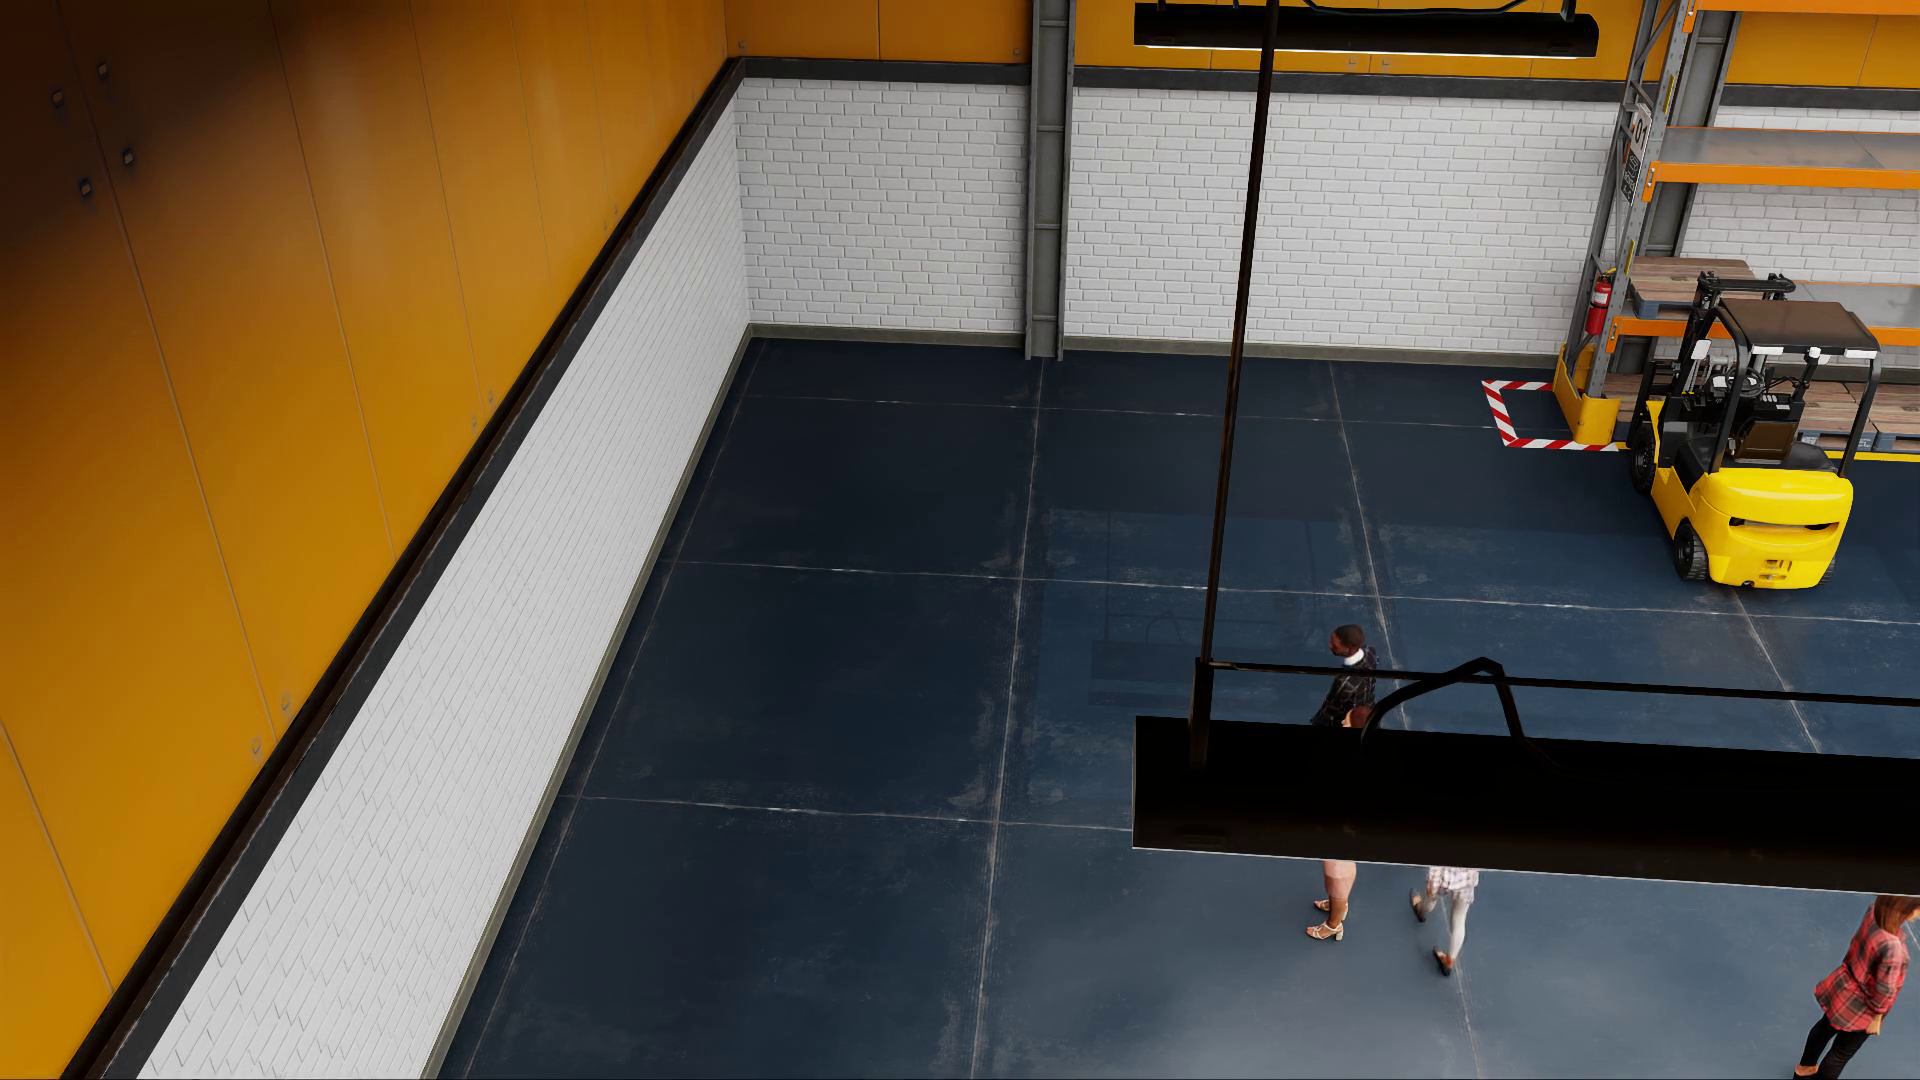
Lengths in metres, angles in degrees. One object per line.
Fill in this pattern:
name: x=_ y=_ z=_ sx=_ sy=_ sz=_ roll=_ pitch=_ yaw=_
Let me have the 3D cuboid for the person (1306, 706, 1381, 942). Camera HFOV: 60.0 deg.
person: x=2.410 y=1.765 z=10.362 sx=0.635 sy=1.831 sz=0.647 roll=15 pitch=36 yaw=21

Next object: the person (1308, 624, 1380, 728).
person: x=2.668 y=1.318 z=11.076 sx=0.956 sy=1.784 sz=0.870 roll=19 pitch=38 yaw=27

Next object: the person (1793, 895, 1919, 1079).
person: x=5.036 y=2.542 z=9.312 sx=0.568 sy=1.699 sz=0.628 roll=5 pitch=34 yaw=8
